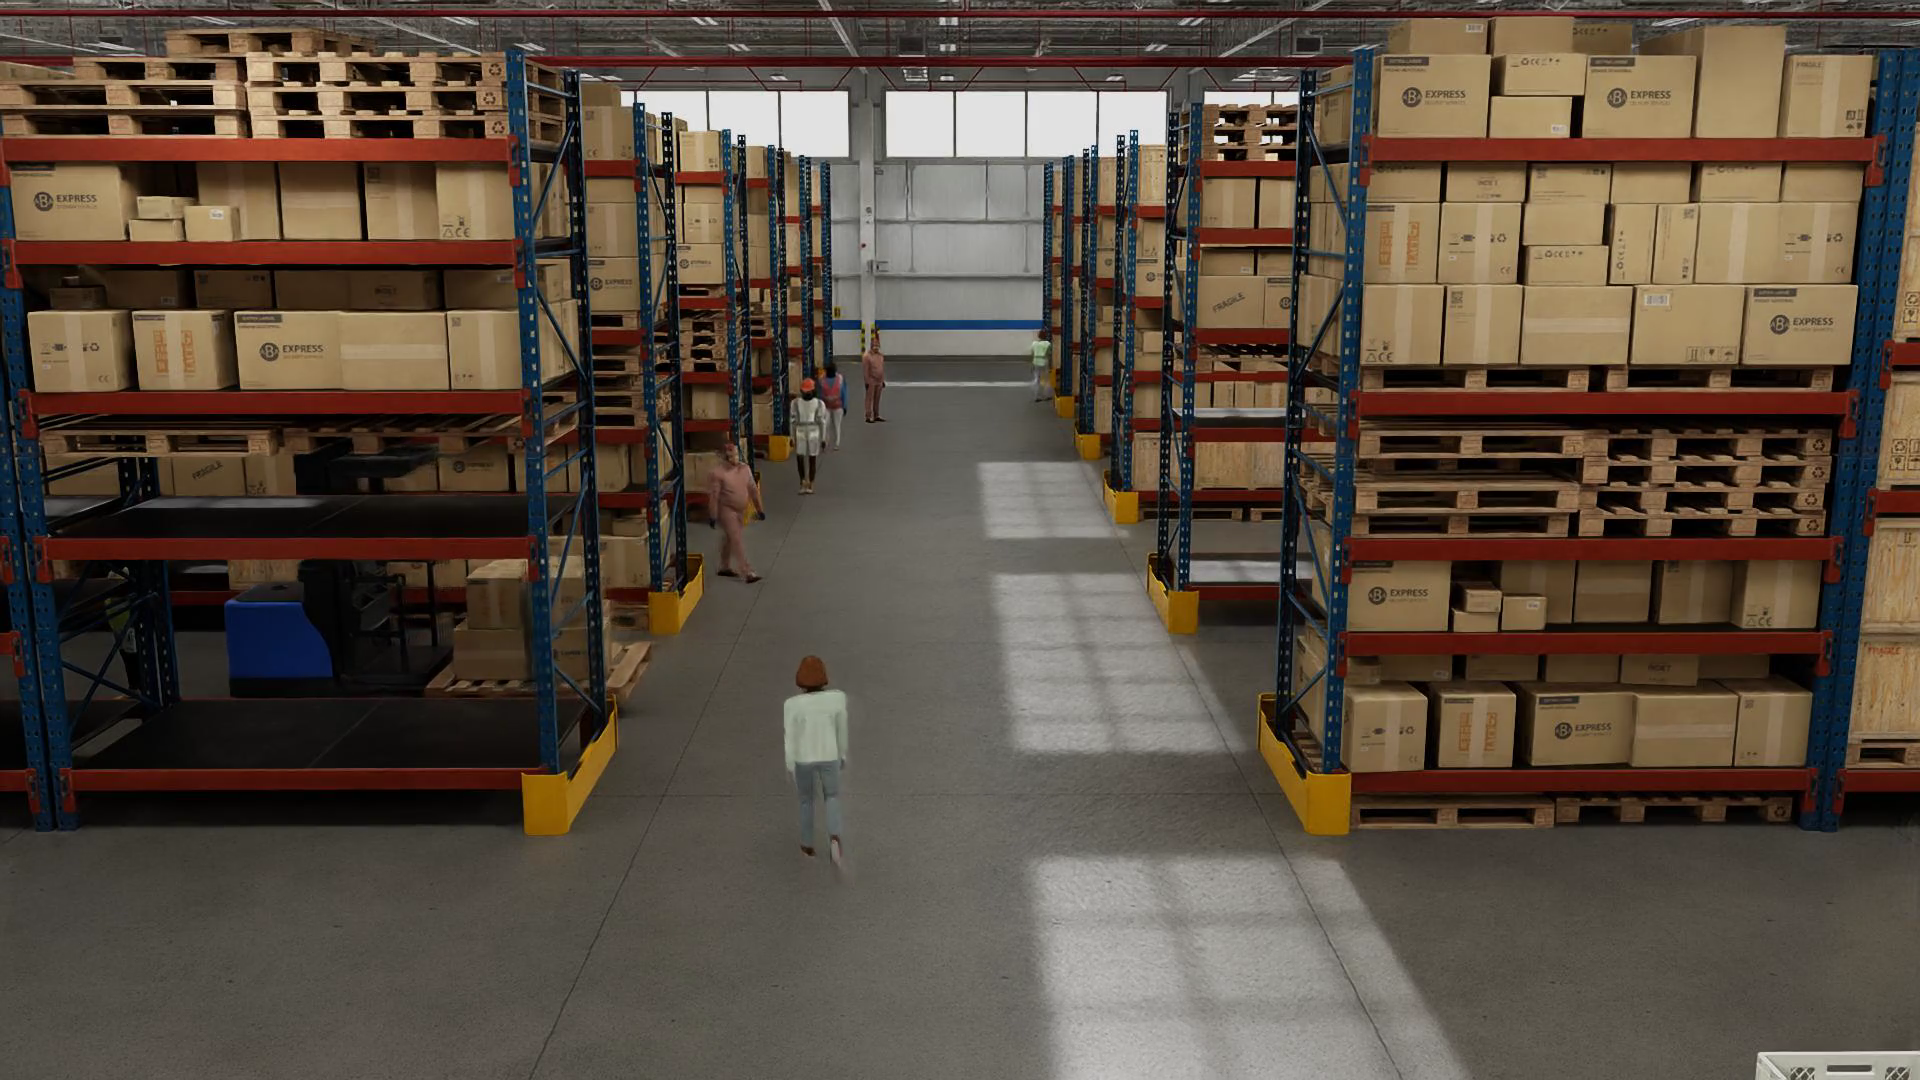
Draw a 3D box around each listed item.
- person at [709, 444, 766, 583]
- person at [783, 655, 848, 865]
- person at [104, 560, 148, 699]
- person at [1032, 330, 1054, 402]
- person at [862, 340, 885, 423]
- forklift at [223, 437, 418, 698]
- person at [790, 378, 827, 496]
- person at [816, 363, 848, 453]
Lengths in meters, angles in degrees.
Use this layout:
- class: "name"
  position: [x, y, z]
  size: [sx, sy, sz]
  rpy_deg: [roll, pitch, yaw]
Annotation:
- class: "person"
  position: [-2.911, -0.360, 22.036]
  size: [0.974, 1.841, 0.775]
  rpy_deg: [9, 14, 38]
- class: "person"
  position: [-1.081, 1.668, 12.566]
  size: [0.506, 1.616, 0.609]
  rpy_deg: [-3, 12, -14]
- class: "person"
  position: [-8.296, 0.835, 16.506]
  size: [0.316, 1.695, 0.541]
  rpy_deg: [-11, 16, -43]
- class: "person"
  position: [2.148, -4.439, 42.340]
  size: [0.595, 1.812, 0.854]
  rpy_deg: [7, 13, 30]
- class: "person"
  position: [-1.954, -3.645, 38.206]
  size: [0.405, 1.903, 0.636]
  rpy_deg: [9, 15, 39]
- class: "forklift"
  position: [-6.360, 0.185, 16.782]
  size: [1.873, 2.768, 1.129]
  rpy_deg: [0, 11, -1]
- class: "person"
  position: [-2.616, -1.751, 28.515]
  size: [0.647, 2.017, 0.787]
  rpy_deg: [0, 11, 0]
- class: "person"
  position: [-2.585, -2.661, 33.557]
  size: [0.641, 1.807, 0.829]
  rpy_deg: [0, 11, -2]
